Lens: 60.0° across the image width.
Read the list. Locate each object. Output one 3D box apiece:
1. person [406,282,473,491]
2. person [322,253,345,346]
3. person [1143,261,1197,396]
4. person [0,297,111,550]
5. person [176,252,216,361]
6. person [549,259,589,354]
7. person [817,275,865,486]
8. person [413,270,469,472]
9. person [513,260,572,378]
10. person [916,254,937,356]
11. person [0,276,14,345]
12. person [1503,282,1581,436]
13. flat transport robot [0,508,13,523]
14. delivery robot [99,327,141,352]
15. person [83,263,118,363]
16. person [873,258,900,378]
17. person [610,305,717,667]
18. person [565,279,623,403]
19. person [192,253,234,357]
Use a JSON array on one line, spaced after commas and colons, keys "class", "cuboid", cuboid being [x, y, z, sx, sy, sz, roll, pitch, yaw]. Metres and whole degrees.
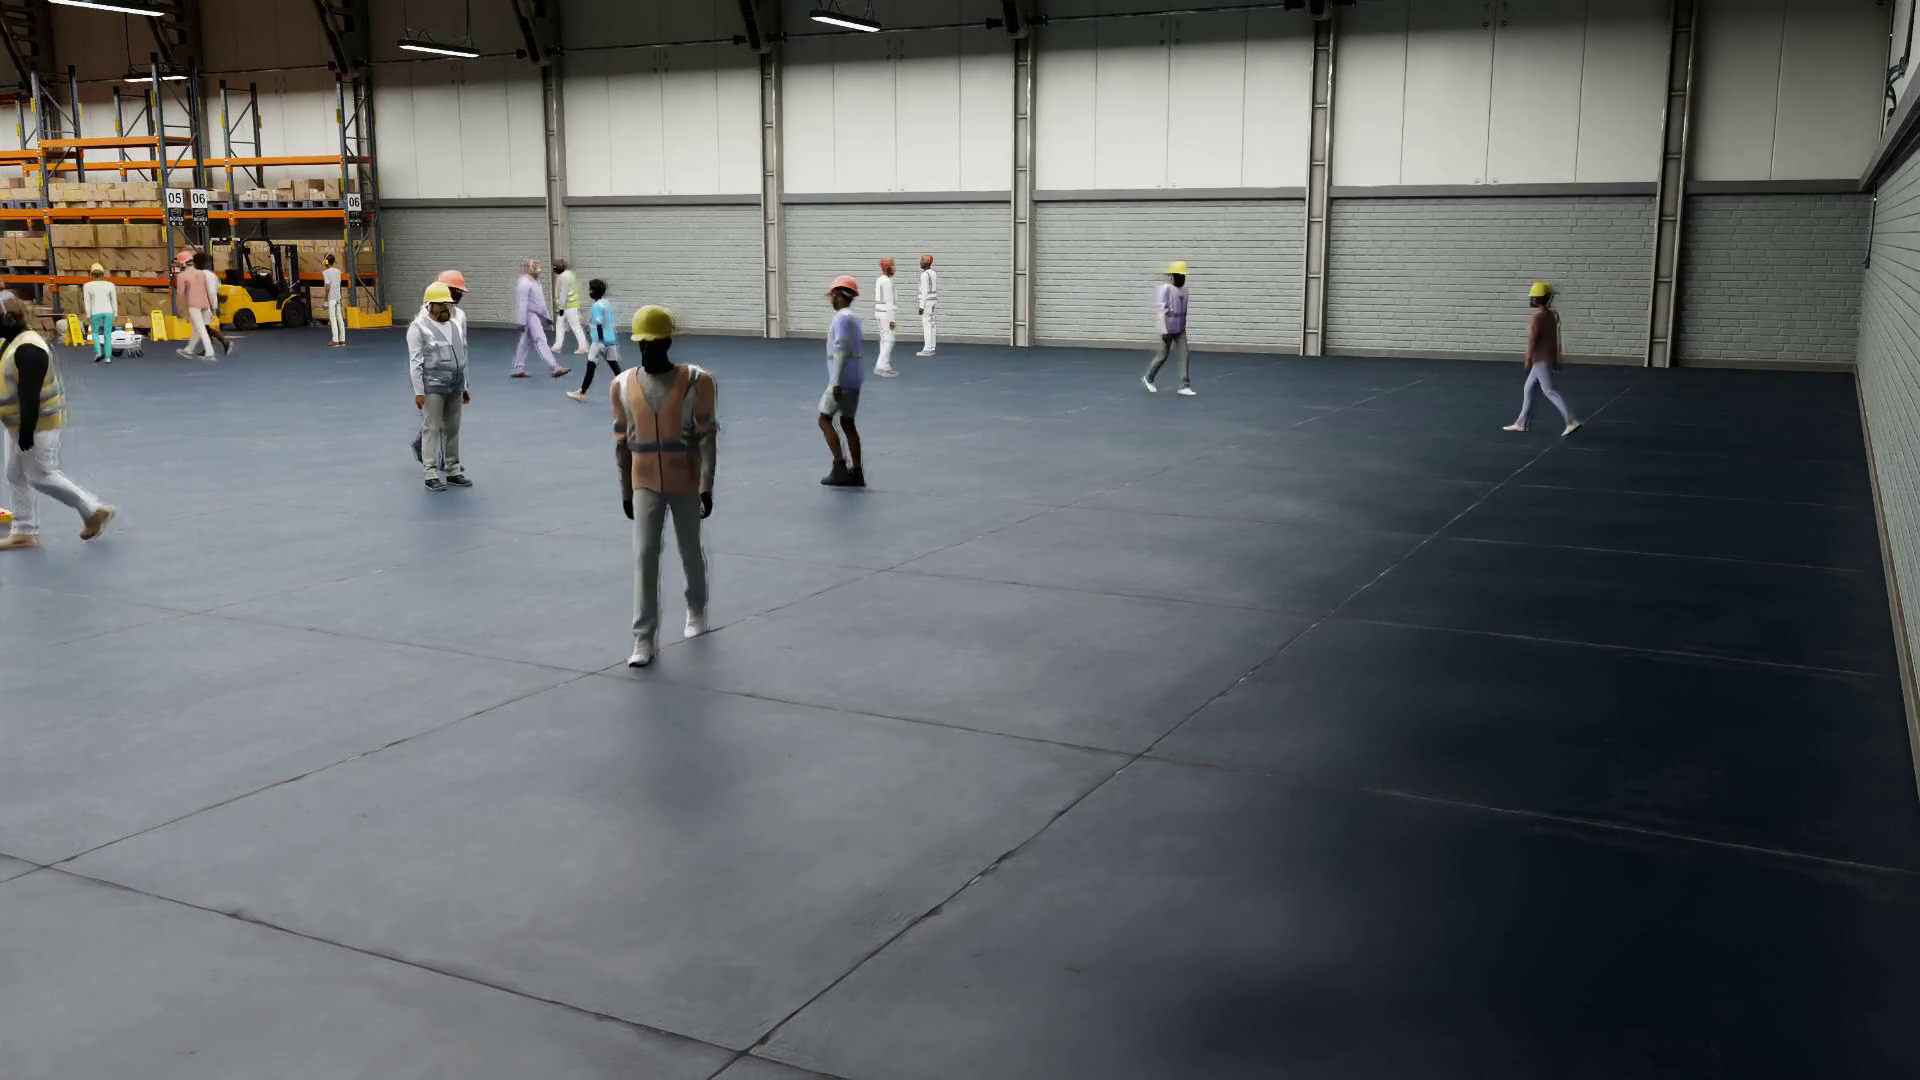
[{"class": "person", "cuboid": [-4.577, -1.357, 14.711, 0.404, 1.830, 0.603, 6, 12, 30]}, {"class": "person", "cuboid": [-12.728, -4.864, 33.731, 0.328, 1.874, 0.517, 3, 11, 18]}, {"class": "person", "cuboid": [2.981, -3.003, 23.543, 0.586, 1.894, 0.905, -7, 13, -35]}, {"class": "person", "cuboid": [-6.592, -0.836, 11.940, 0.709, 1.809, 0.641, -10, 14, -43]}, {"class": "person", "cuboid": [-13.791, -4.179, 29.799, 1.004, 1.938, 0.635, 3, 11, 18]}, {"class": "person", "cuboid": [-7.471, -4.411, 31.463, 0.901, 1.791, 0.650, -3, 11, -16]}, {"class": "person", "cuboid": [-1.039, -1.406, 14.863, 0.439, 1.882, 0.653, 3, 11, 16]}, {"class": "person", "cuboid": [-4.913, -1.595, 15.789, 0.518, 1.915, 0.588, 6, 12, 30]}, {"class": "person", "cuboid": [-6.615, -3.466, 26.168, 1.005, 1.851, 0.643, -1, 10, -3]}, {"class": "person", "cuboid": [-0.615, -4.384, 31.076, 0.356, 1.884, 0.574, 4, 11, 19]}, {"class": "person", "cuboid": [-15.495, -3.474, 26.814, 0.536, 1.614, 0.469, -5, 12, -26]}, {"class": "person", "cuboid": [6.611, -2.031, 18.699, 0.896, 1.722, 0.535, 8, 13, 38]}, {"class": "flat transport robot", "cuboid": [-8.035, -0.186, 12.586, 0.652, 0.197, 1.431, 10, 14, 43]}, {"class": "delivery robot", "cuboid": [-15.390, -3.654, 30.450, 0.707, 0.478, 0.477, 2, 11, 5]}, {"class": "person", "cuboid": [-15.097, -3.982, 29.243, 0.538, 1.751, 0.442, -7, 12, -33]}, {"class": "person", "cuboid": [-1.192, -3.531, 26.439, 0.548, 1.881, 0.644, -3, 11, -15]}, {"class": "person", "cuboid": [-1.584, -0.327, 8.982, 0.590, 1.885, 0.966, 0, 10, 2]}, {"class": "person", "cuboid": [-4.856, -2.659, 22.283, 0.868, 1.646, 0.565, 1, 10, 5]}, {"class": "person", "cuboid": [-13.712, -4.289, 30.456, 0.816, 1.933, 0.609, 1, 10, 6]}]
